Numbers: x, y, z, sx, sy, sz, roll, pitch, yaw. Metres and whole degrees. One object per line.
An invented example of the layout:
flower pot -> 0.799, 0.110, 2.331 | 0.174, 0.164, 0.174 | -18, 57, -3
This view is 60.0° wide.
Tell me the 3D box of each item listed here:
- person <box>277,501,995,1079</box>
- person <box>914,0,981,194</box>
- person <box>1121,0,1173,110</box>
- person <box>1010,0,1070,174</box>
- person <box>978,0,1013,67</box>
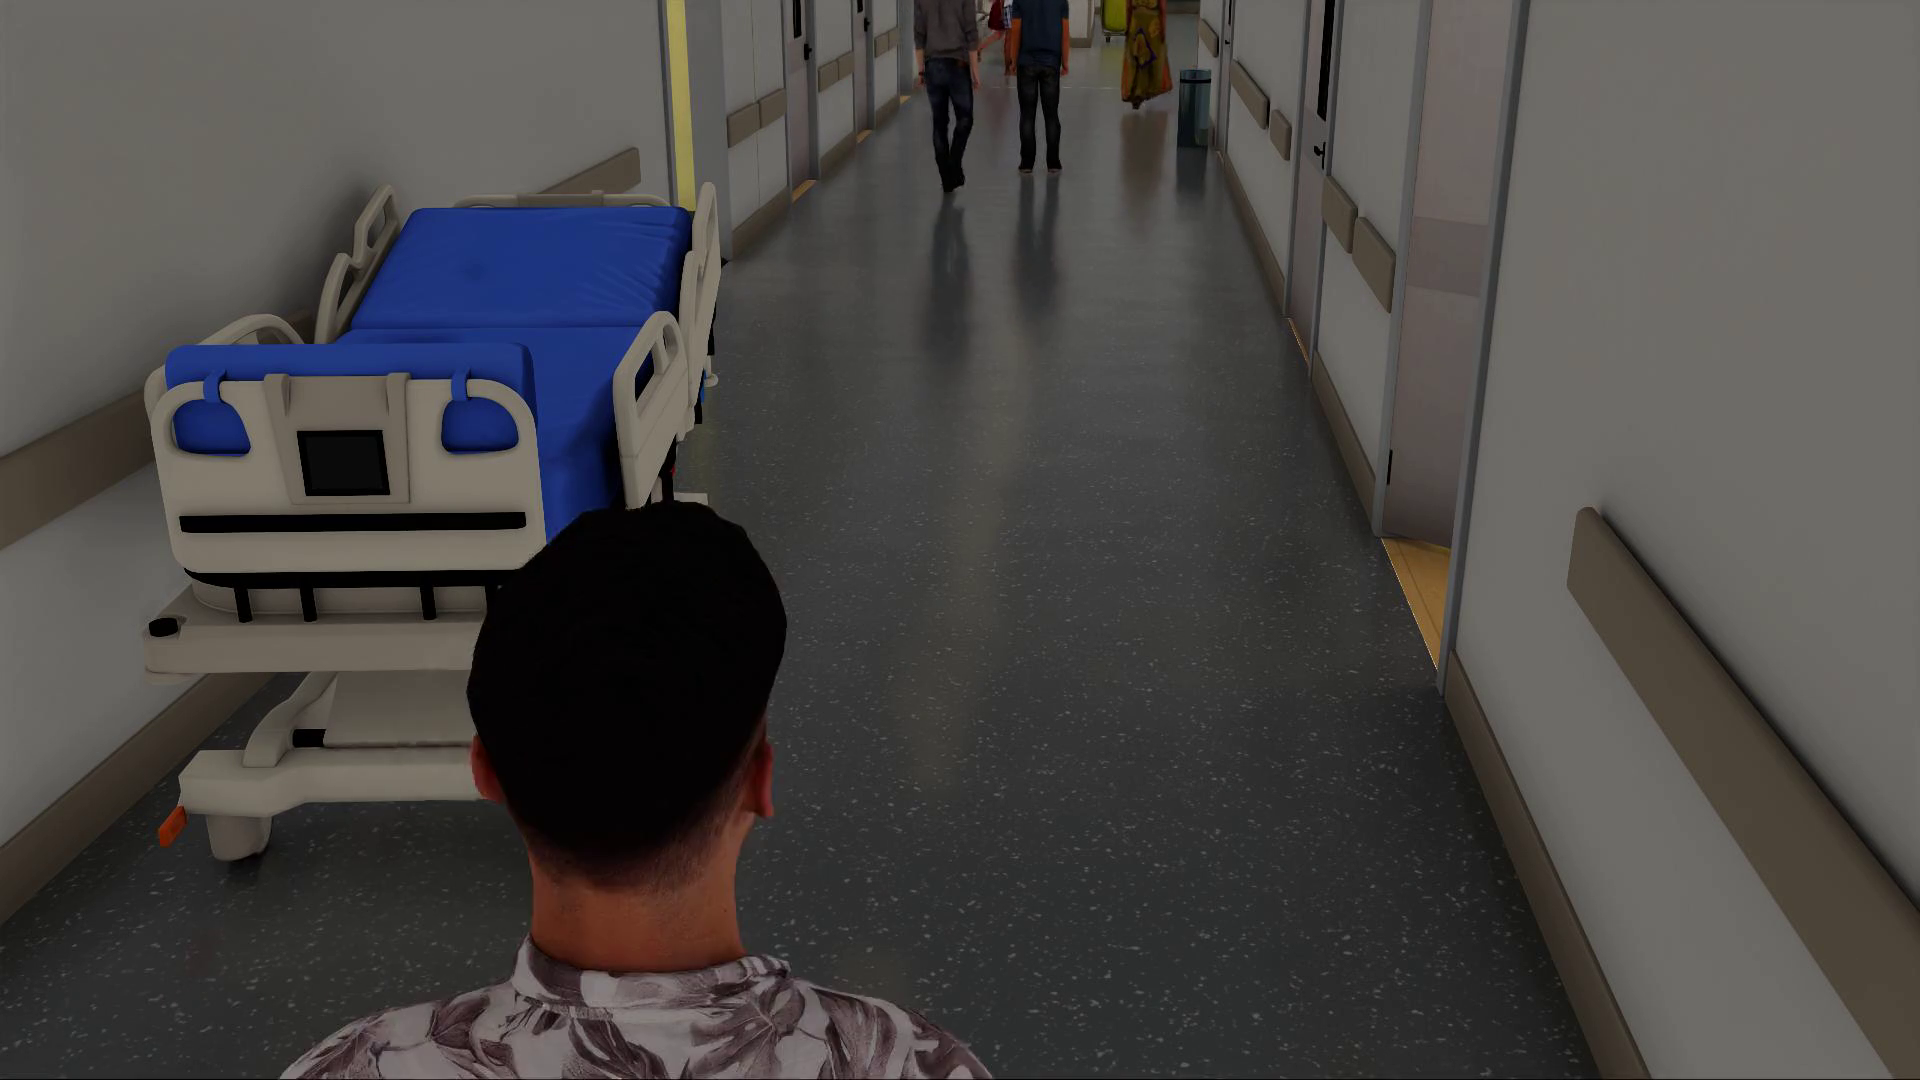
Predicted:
person -> -0.207, 0.882, 1.201 | 0.987, 1.792, 0.782 | 0, 21, 1
person -> -0.125, -3.664, 13.065 | 0.815, 1.889, 0.816 | 6, 21, 15
person -> 2.137, -5.783, 19.027 | 1.231, 1.629, 0.873 | 3, 21, 9
person -> 0.680, -4.087, 14.299 | 0.510, 1.807, 0.745 | -1, 21, -2
person -> 0.531, -7.614, 23.980 | 0.953, 1.538, 0.610 | 4, 21, 11
